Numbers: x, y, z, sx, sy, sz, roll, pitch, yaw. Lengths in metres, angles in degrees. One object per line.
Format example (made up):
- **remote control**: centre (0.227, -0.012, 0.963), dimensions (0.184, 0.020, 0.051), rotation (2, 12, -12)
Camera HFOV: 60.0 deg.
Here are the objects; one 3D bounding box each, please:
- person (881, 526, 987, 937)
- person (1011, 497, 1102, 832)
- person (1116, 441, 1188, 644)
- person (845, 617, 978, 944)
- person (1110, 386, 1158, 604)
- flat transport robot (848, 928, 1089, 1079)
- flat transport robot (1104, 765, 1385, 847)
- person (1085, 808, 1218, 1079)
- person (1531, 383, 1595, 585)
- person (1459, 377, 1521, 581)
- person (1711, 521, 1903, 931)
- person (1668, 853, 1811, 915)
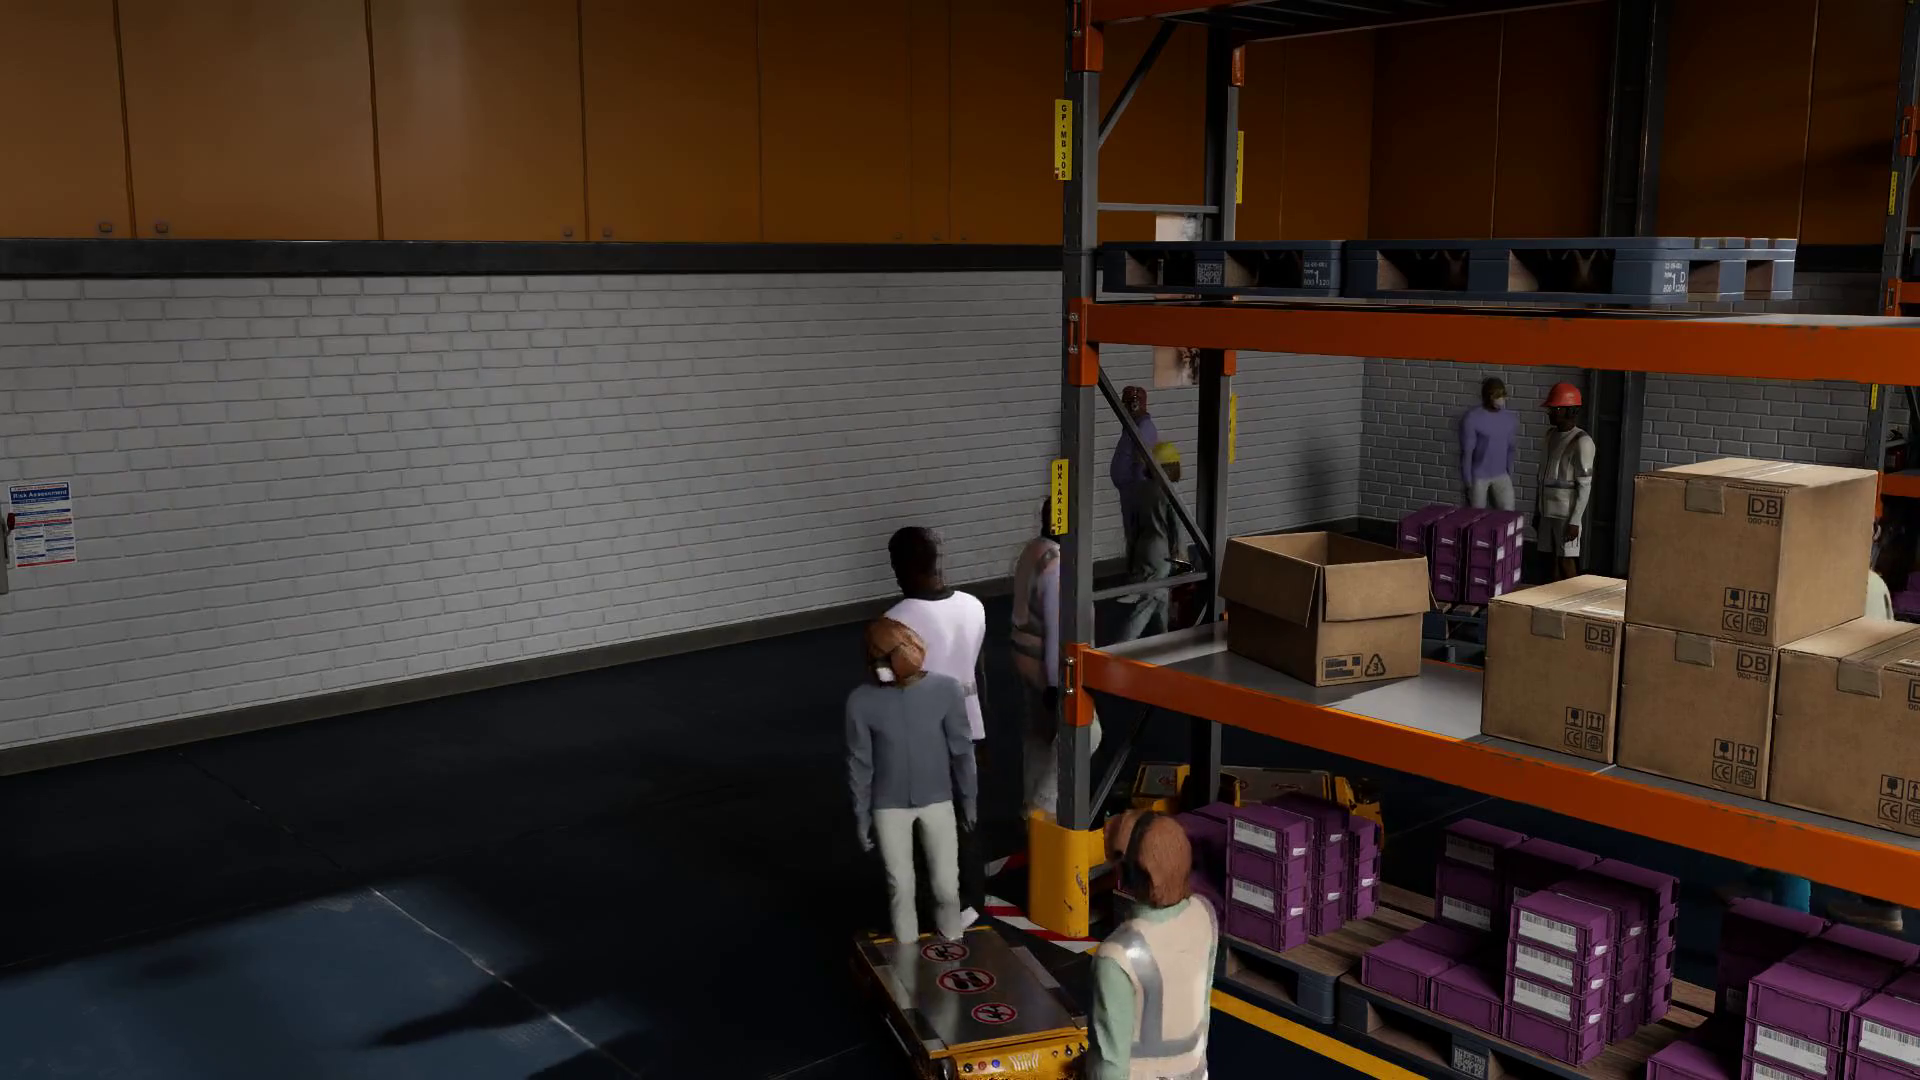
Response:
- **person**: centre (-0.116, 0.881, 7.168), dimensions (0.460, 1.884, 0.722), rotation (9, 13, 42)
- **person**: centre (0.496, 0.661, 8.658), dimensions (0.451, 1.824, 0.630), rotation (-2, 10, -13)
- **person**: centre (1.396, 0.129, 12.129), dimensions (0.895, 1.701, 0.496), rotation (-7, 12, -34)
- **person**: centre (-0.192, 1.102, 6.723), dimensions (0.534, 1.599, 0.334), rotation (-1, 10, -6)
- **person**: centre (1.516, -0.398, 14.602), dimensions (0.407, 1.906, 0.655), rotation (0, 10, -1)
- **flat transport robot**: centre (0.060, 1.818, 6.406), dimensions (0.652, 0.197, 1.431), rotation (-3, 10, -18)
- **flat transport robot**: centre (1.515, 1.397, 8.877), dimensions (1.431, 0.197, 0.652), rotation (2, 10, 11)
- **person**: centre (0.547, 1.498, 4.369), dimensions (0.713, 1.619, 0.515), rotation (8, 13, 40)
- **person**: centre (4.737, -0.224, 13.185), dimensions (0.371, 2.044, 0.608), rotation (-2, 10, -14)
- **person**: centre (4.948, -0.548, 15.465), dimensions (0.654, 1.905, 0.809), rotation (-3, 10, -19)
- **person**: centre (3.909, 0.777, 7.575), dimensions (0.921, 1.944, 0.647), rotation (8, 13, 40)
- **person**: centre (3.327, 0.947, 6.995), dimensions (0.580, 1.818, 0.814), rotation (-9, 13, -44)
